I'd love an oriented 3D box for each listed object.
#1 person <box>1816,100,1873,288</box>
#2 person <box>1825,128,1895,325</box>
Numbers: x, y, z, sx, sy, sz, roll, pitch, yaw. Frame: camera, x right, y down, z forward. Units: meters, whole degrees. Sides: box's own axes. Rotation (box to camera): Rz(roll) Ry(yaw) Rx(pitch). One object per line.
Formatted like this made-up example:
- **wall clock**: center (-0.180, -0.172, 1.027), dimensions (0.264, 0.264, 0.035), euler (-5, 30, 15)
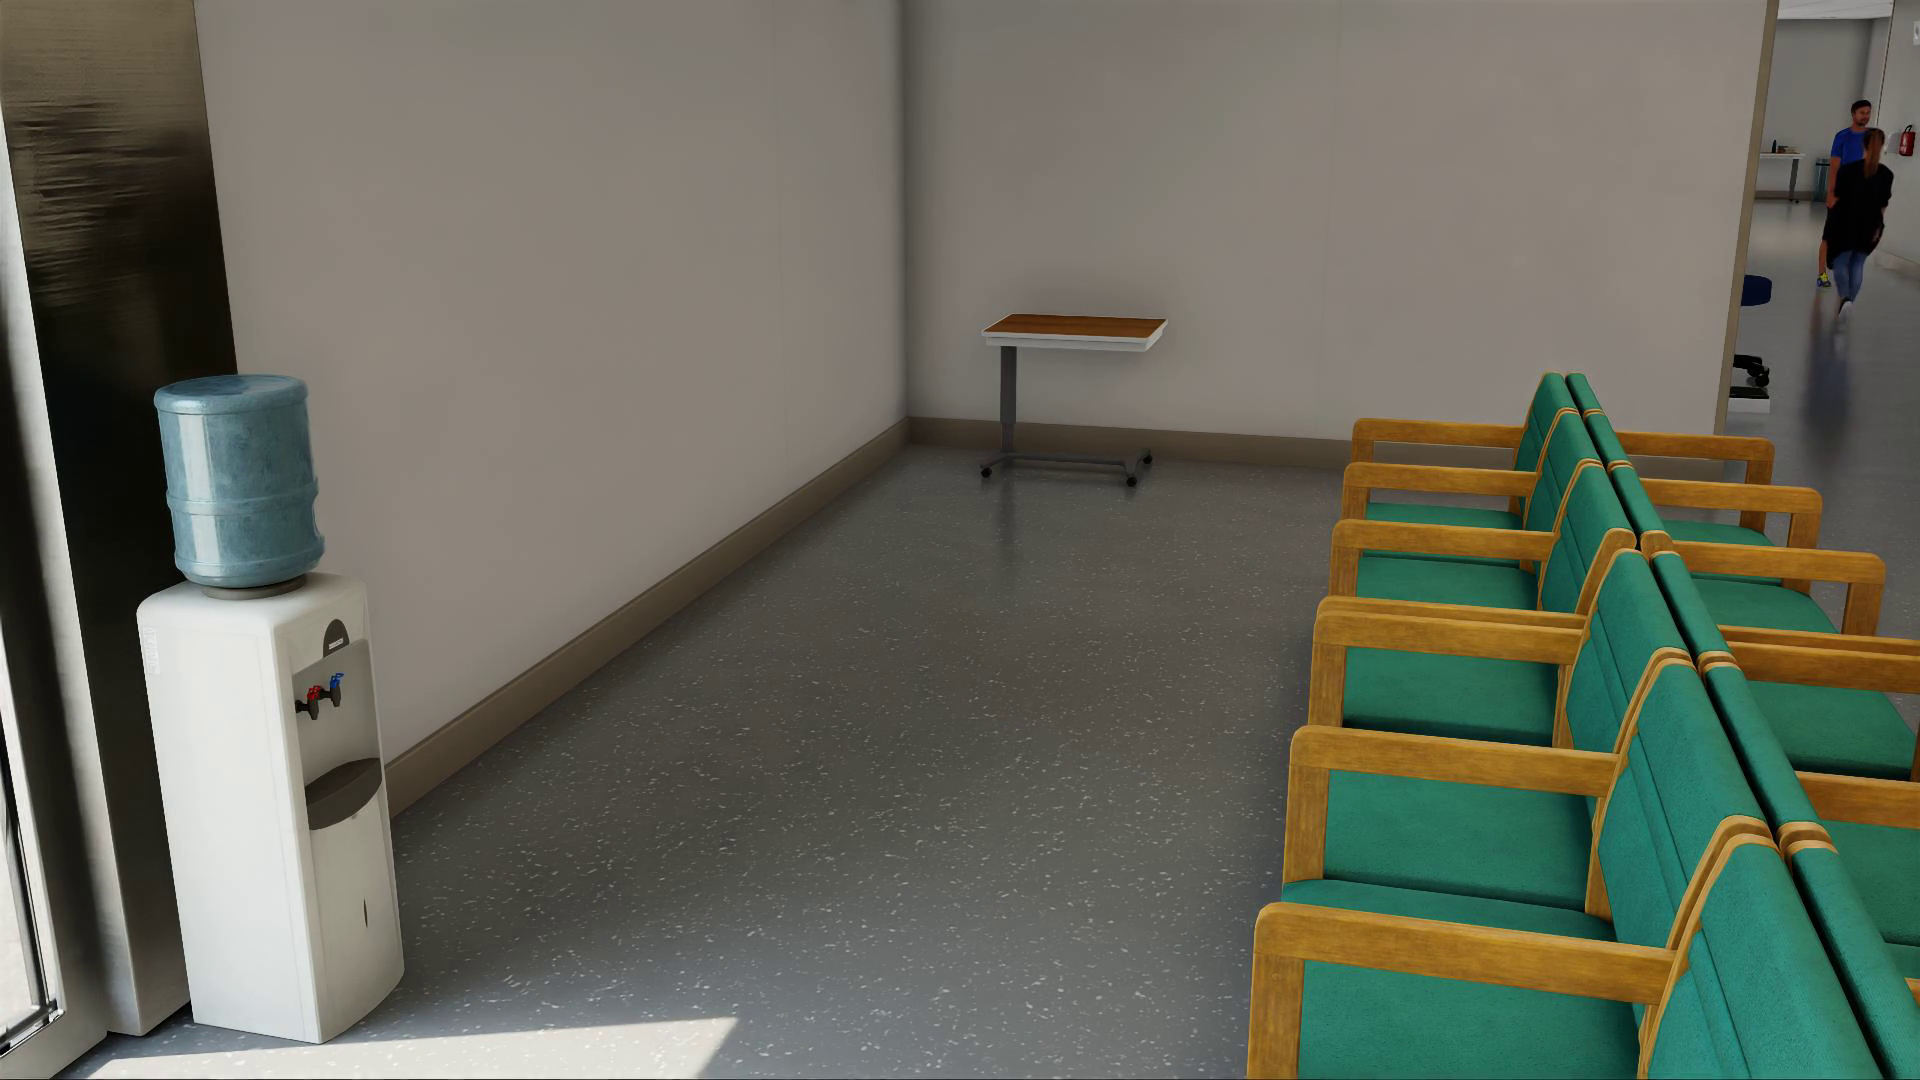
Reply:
- **person**: center (9.051, -3.522, 16.938), dimensions (0.590, 1.869, 0.735), euler (-1, 16, -2)
- **person**: center (7.675, -2.655, 14.246), dimensions (0.999, 1.661, 0.713), euler (5, 17, 18)
